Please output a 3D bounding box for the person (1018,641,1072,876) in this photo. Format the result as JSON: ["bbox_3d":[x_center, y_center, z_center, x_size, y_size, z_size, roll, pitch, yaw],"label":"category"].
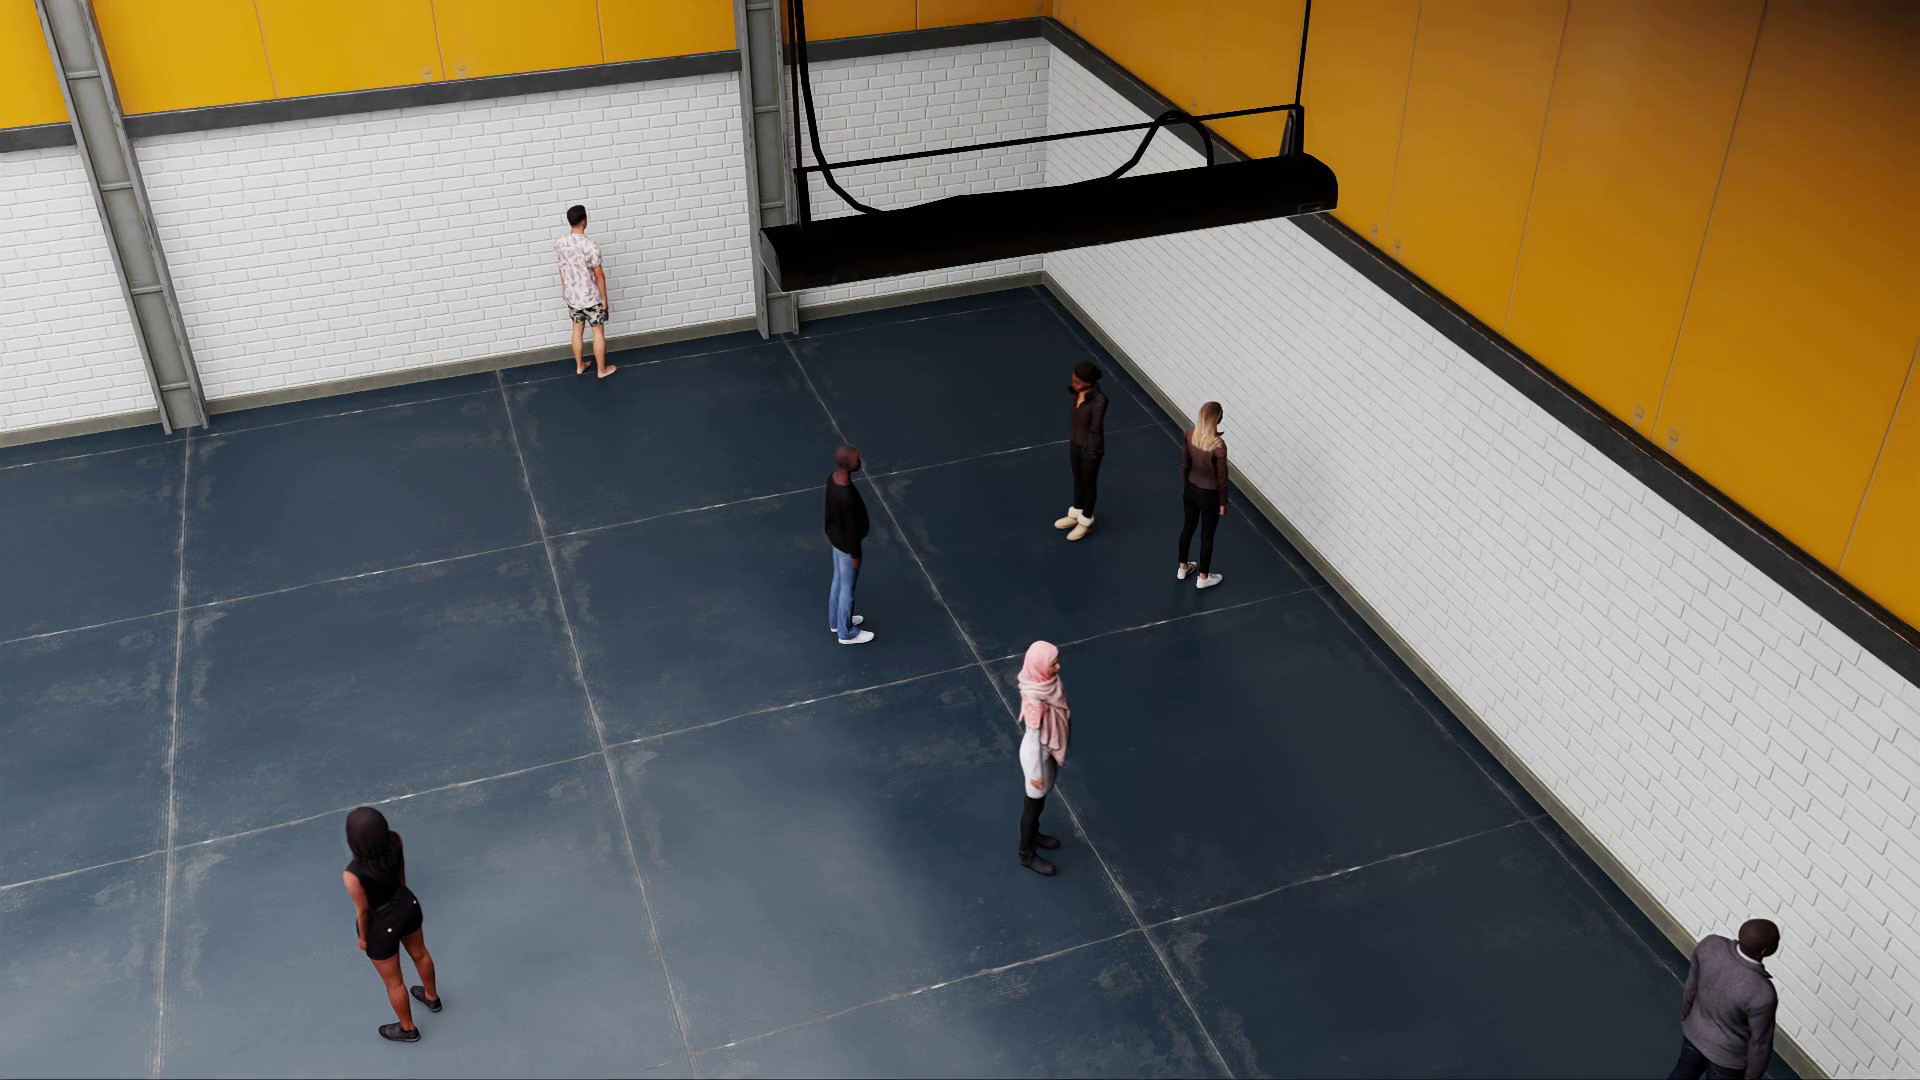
[{"bbox_3d":[0.527,1.406,10.928,0.754,1.803,0.727,7,34,10],"label":"person"}]

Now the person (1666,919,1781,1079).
[{"bbox_3d":[4.079,2.703,8.964,0.575,1.818,0.707,-12,36,-18],"label":"person"}]

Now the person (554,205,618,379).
[{"bbox_3d":[-3.801,-2.501,16.799,0.712,1.812,0.800,11,35,16],"label":"person"}]

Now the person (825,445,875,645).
[{"bbox_3d":[-0.904,0.021,13.063,0.535,1.747,0.593,-12,36,-18],"label":"person"}]

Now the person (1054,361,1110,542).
[{"bbox_3d":[1.104,-0.810,14.393,0.671,1.659,0.614,-16,37,-23],"label":"person"}]

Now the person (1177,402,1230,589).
[{"bbox_3d":[1.998,-0.379,13.704,0.638,1.705,0.670,-27,42,-34],"label":"person"}]

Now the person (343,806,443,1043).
[{"bbox_3d":[-3.342,2.231,9.745,0.714,1.741,0.669,12,35,17],"label":"person"}]
